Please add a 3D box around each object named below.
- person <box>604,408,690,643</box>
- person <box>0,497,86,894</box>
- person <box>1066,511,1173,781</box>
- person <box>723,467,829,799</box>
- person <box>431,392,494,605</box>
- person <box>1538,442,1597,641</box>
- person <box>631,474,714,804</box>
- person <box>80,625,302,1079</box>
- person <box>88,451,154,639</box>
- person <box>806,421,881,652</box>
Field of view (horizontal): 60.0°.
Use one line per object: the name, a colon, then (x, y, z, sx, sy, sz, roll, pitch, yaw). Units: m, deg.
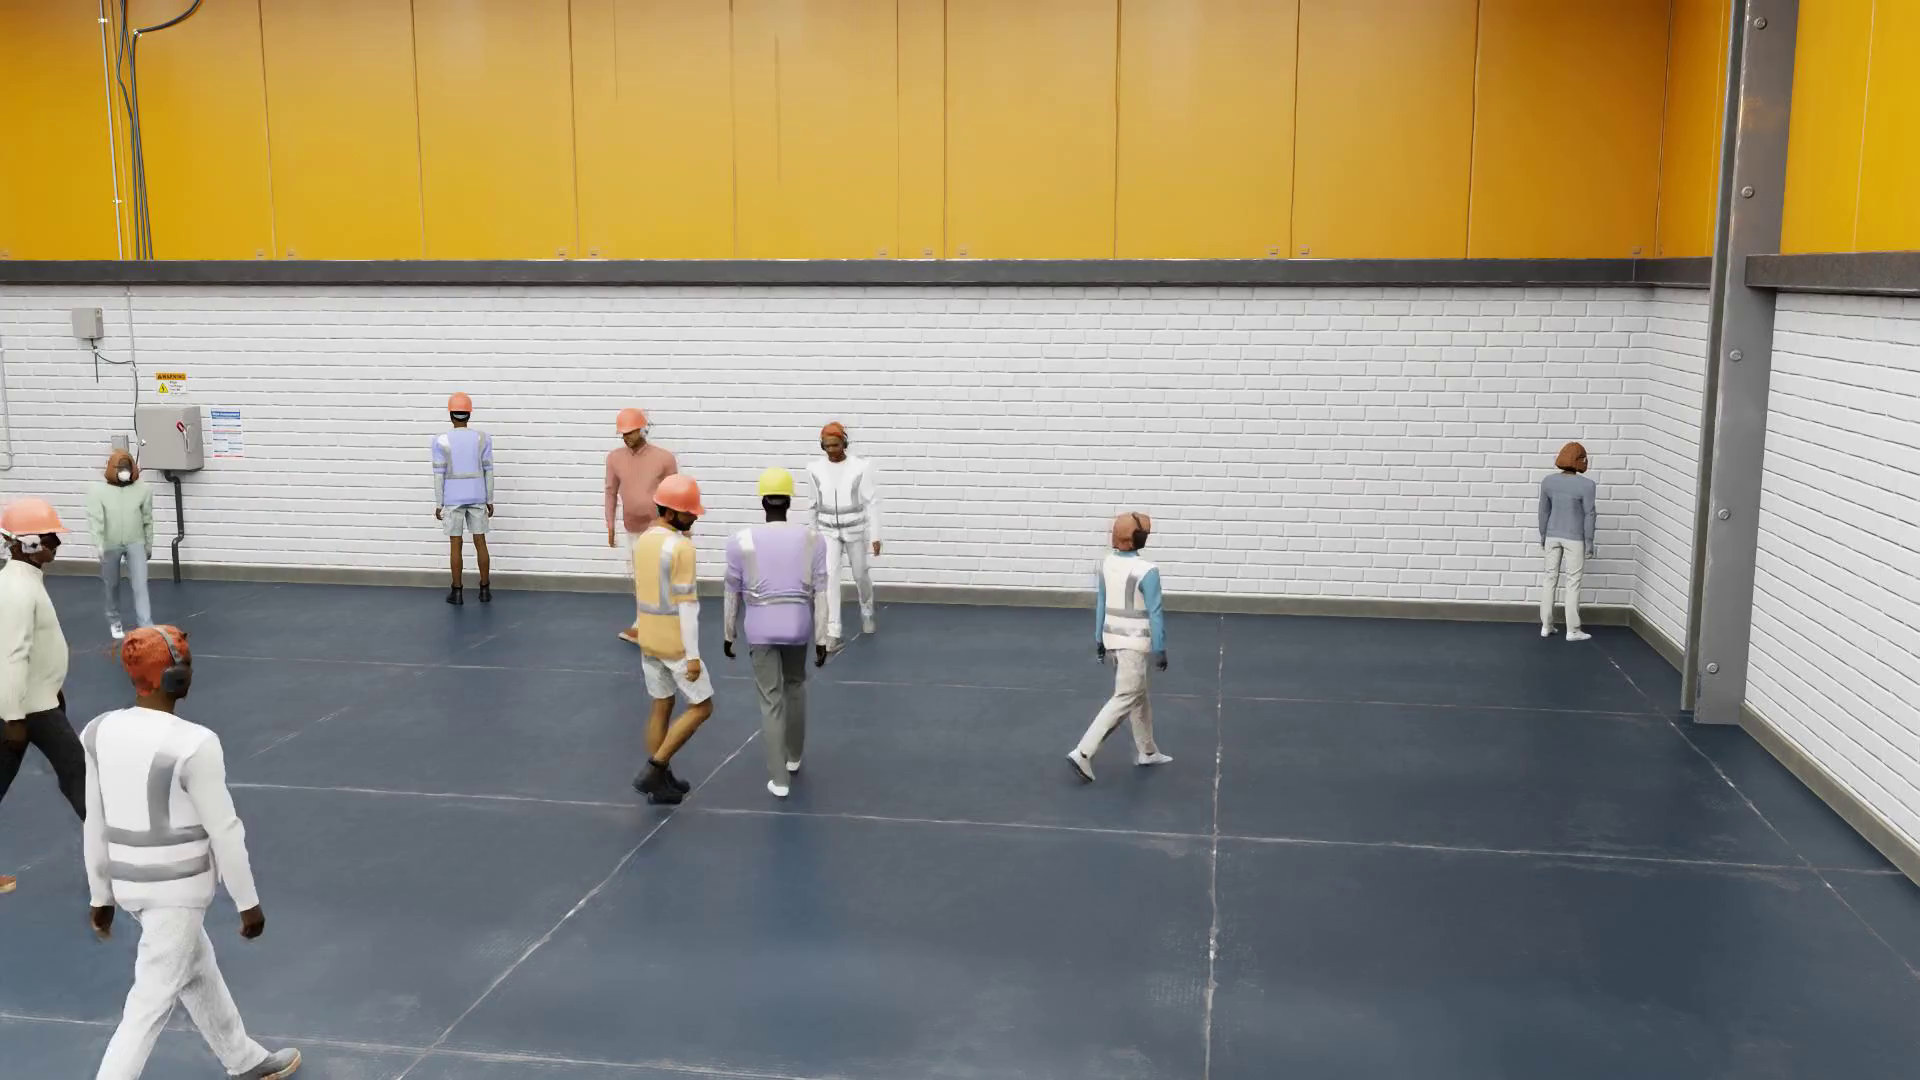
person: (-2.596, -0.148, 13.793, 0.679, 1.927, 1.046, 2, 9, 11)
person: (-4.490, 0.758, 8.128, 1.080, 1.933, 0.634, -6, 11, -34)
person: (0.970, 0.631, 9.953, 0.809, 1.613, 0.517, -5, 11, -29)
person: (-1.098, 0.516, 9.777, 0.590, 1.896, 0.839, -3, 10, -18)
person: (-4.518, -0.378, 15.146, 0.545, 1.938, 0.362, -5, 10, -28)
person: (4.996, 0.007, 13.700, 0.283, 1.633, 0.501, -7, 12, -37)
person: (-1.636, 0.577, 9.315, 0.421, 1.912, 0.623, -9, 13, -43)
person: (-2.745, 1.204, 5.744, 0.586, 1.837, 1.007, 5, 10, 27)
person: (-6.788, 0.065, 13.506, 0.489, 1.578, 0.902, -6, 11, -34)
person: (-0.917, -0.070, 13.552, 0.640, 1.846, 0.975, 2, 9, 11)
